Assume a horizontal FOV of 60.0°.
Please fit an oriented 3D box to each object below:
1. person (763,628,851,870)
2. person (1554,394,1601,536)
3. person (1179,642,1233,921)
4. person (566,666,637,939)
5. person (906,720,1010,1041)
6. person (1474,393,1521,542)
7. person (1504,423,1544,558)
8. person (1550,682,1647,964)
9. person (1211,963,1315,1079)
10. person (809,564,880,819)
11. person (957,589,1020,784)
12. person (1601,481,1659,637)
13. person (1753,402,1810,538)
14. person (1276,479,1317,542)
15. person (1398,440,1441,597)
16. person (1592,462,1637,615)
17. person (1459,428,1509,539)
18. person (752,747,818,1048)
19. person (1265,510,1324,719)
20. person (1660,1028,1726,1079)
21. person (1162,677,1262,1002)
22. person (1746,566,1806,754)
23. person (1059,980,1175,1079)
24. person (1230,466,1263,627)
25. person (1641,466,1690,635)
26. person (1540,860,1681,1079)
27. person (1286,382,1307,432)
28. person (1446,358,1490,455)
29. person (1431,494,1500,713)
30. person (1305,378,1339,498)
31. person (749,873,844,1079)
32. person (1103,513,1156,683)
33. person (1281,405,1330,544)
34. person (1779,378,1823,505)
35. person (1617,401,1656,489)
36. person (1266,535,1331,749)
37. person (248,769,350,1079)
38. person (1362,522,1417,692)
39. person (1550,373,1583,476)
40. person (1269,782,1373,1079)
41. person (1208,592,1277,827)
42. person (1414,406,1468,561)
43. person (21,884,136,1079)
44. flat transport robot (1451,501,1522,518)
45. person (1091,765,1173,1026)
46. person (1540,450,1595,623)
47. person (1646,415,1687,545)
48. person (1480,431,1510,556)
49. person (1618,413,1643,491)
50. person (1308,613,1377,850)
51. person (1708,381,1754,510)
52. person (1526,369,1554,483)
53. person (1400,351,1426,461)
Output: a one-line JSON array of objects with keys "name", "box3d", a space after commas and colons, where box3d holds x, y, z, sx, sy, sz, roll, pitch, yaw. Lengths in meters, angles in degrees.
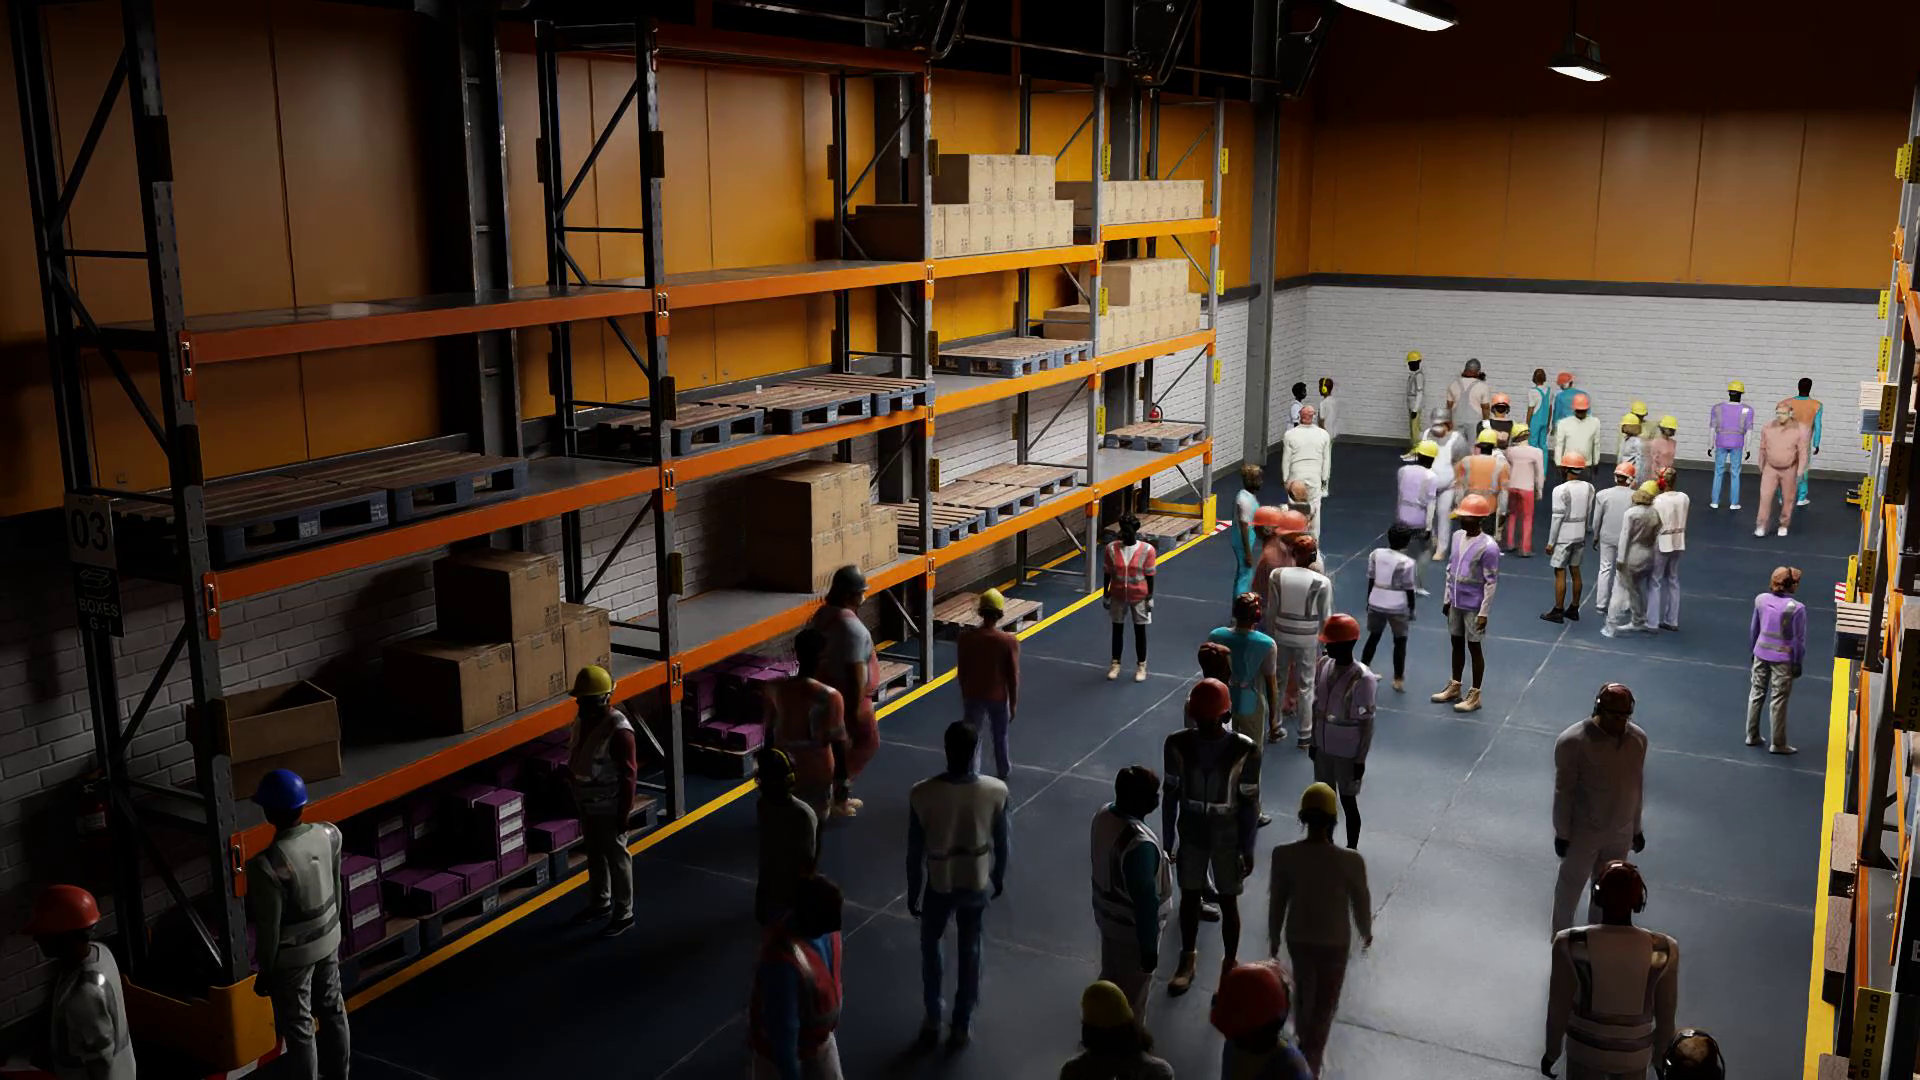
[{"name": "person", "box3d": [-1.035, 1.545, 11.392, 0.643, 1.946, 0.472, 6, 14, 26]}, {"name": "person", "box3d": [8.538, -1.045, 22.993, 0.647, 1.939, 0.990, 2, 13, 10]}, {"name": "person", "box3d": [1.675, 1.609, 11.263, 0.358, 1.883, 0.572, 6, 14, 27]}, {"name": "person", "box3d": [-2.370, 1.706, 10.939, 0.404, 1.830, 0.602, -12, 17, -43]}, {"name": "person", "box3d": [-0.019, 1.966, 9.654, 0.611, 1.893, 0.524, -2, 13, -8]}, {"name": "person", "box3d": [7.245, -0.979, 22.527, 0.616, 2.030, 0.409, 1, 13, 2]}, {"name": "person", "box3d": [7.344, -0.655, 21.717, 0.546, 1.740, 0.424, 10, 16, 38]}, {"name": "person", "box3d": [3.992, 1.802, 10.358, 0.636, 1.902, 0.406, -3, 13, -15]}, {"name": "person", "box3d": [1.293, 2.587, 6.689, 1.054, 1.989, 0.618, -6, 14, -24]}, {"name": "person", "box3d": [-0.882, 1.167, 12.886, 0.539, 2.000, 0.697, -8, 15, -33]}, {"name": "person", "box3d": [0.220, 1.245, 13.280, 0.524, 1.710, 0.919, 2, 13, 9]}, {"name": "person", "box3d": [7.273, 0.207, 17.978, 0.599, 1.687, 0.316, -7, 14, -28]}, {"name": "person", "box3d": [11.168, -0.929, 22.662, 0.657, 1.866, 0.944, 9, 16, 36]}, {"name": "person", "box3d": [3.704, 0.134, 18.455, 0.540, 1.629, 0.418, -3, 13, -14]}, {"name": "person", "box3d": [5.363, -0.242, 19.517, 0.615, 1.892, 0.620, -11, 16, -40]}, {"name": "person", "box3d": [7.474, -0.021, 18.872, 0.568, 1.741, 0.347, 7, 14, 29]}, {"name": "person", "box3d": [6.343, -0.406, 20.245, 0.588, 1.906, 0.613, 6, 14, 27]}, {"name": "person", "box3d": [-0.980, 2.048, 9.360, 0.506, 1.861, 0.328, 12, 17, 43]}, {"name": "person", "box3d": [3.176, 0.657, 15.329, 0.772, 1.971, 0.639, -6, 14, -26]}, {"name": "person", "box3d": [2.731, 2.715, 6.396, 0.516, 1.843, 0.326, -1, 13, -3]}, {"name": "person", "box3d": [1.501, 1.805, 10.060, 0.600, 2.035, 0.402, 5, 14, 21]}, {"name": "person", "box3d": [7.062, 1.032, 14.400, 0.314, 1.636, 0.514, -5, 14, -23]}, {"name": "person", "box3d": [0.657, 2.652, 6.993, 0.500, 1.701, 0.708, 4, 13, 15]}, {"name": "person", "box3d": [3.143, 0.081, 18.249, 0.348, 1.828, 0.560, 3, 13, 12]}, {"name": "person", "box3d": [7.648, 0.119, 18.048, 0.571, 1.836, 0.382, -6, 14, -24]}, {"name": "person", "box3d": [3.014, 2.393, 7.754, 0.573, 1.883, 0.355, 2, 13, 10]}, {"name": "person", "box3d": [5.309, -1.644, 26.246, 0.321, 1.697, 0.530, 3, 13, 12]}, {"name": "person", "box3d": [8.159, -1.902, 26.623, 0.688, 2.000, 0.536, 10, 16, 38]}, {"name": "person", "box3d": [4.719, 0.581, 15.493, 0.368, 2.048, 0.607, -5, 14, -23]}, {"name": "person", "box3d": [5.576, -1.566, 25.539, 0.534, 1.863, 0.392, -12, 17, -44]}, {"name": "person", "box3d": [-0.741, 2.403, 7.961, 0.886, 1.776, 0.656, 5, 13, 19]}, {"name": "person", "box3d": [1.661, 0.563, 16.381, 0.537, 1.695, 0.320, 4, 13, 18]}, {"name": "person", "box3d": [4.600, -0.851, 22.224, 0.641, 1.909, 0.409, 0, 13, 0]}, {"name": "person", "box3d": [12.612, -1.483, 25.027, 0.597, 1.916, 0.372, 9, 16, 36]}, {"name": "person", "box3d": [9.847, -1.200, 24.243, 0.581, 1.703, 0.903, 1, 13, 5]}, {"name": "person", "box3d": [2.948, 0.883, 14.536, 0.582, 1.877, 0.358, 8, 15, 32]}, {"name": "person", "box3d": [-3.478, 2.133, 8.763, 0.380, 1.951, 0.605, 4, 13, 18]}, {"name": "person", "box3d": [4.151, 0.638, 16.082, 0.341, 1.669, 0.551, -9, 15, -34]}, {"name": "person", "box3d": [10.021, -1.893, 27.326, 0.671, 1.714, 0.360, -4, 13, -18]}, {"name": "person", "box3d": [1.953, 2.167, 9.116, 0.530, 1.725, 0.852, 7, 14, 27]}, {"name": "person", "box3d": [2.144, 1.303, 12.715, 0.571, 1.843, 0.373, 8, 15, 33]}, {"name": "person", "box3d": [6.144, -0.738, 21.411, 0.708, 2.000, 0.539, 8, 15, 32]}, {"name": "person", "box3d": [-3.873, 2.441, 7.408, 0.371, 1.939, 0.543, -6, 14, -25]}, {"name": "flat transport robot", "box3d": [7.739, -0.510, 24.387, 0.652, 0.197, 1.431, 9, 15, 34]}, {"name": "person", "box3d": [0.944, 2.110, 9.113, 0.429, 1.842, 0.636, -4, 13, -17]}, {"name": "person", "box3d": [6.750, -0.036, 18.503, 0.543, 1.938, 0.357, -6, 14, -24]}, {"name": "person", "box3d": [9.492, -0.831, 22.521, 0.530, 1.739, 0.764, -6, 14, -25]}, {"name": "person", "box3d": [7.007, -0.617, 21.780, 0.310, 1.638, 0.522, 0, 13, 2]}, {"name": "person", "box3d": [9.072, -0.857, 22.616, 0.317, 1.743, 0.488, -1, 13, -5]}, {"name": "person", "box3d": [2.673, 1.459, 11.807, 0.357, 1.936, 0.551, -7, 15, -30]}, {"name": "person", "box3d": [11.413, -1.402, 24.664, 0.591, 1.916, 0.389, 7, 14, 29]}, {"name": "person", "box3d": [9.297, -1.838, 26.782, 0.516, 1.841, 0.325, -6, 14, -23]}, {"name": "person", "box3d": [7.841, -2.314, 28.748, 0.381, 1.917, 0.584, 2, 13, 9]}]
